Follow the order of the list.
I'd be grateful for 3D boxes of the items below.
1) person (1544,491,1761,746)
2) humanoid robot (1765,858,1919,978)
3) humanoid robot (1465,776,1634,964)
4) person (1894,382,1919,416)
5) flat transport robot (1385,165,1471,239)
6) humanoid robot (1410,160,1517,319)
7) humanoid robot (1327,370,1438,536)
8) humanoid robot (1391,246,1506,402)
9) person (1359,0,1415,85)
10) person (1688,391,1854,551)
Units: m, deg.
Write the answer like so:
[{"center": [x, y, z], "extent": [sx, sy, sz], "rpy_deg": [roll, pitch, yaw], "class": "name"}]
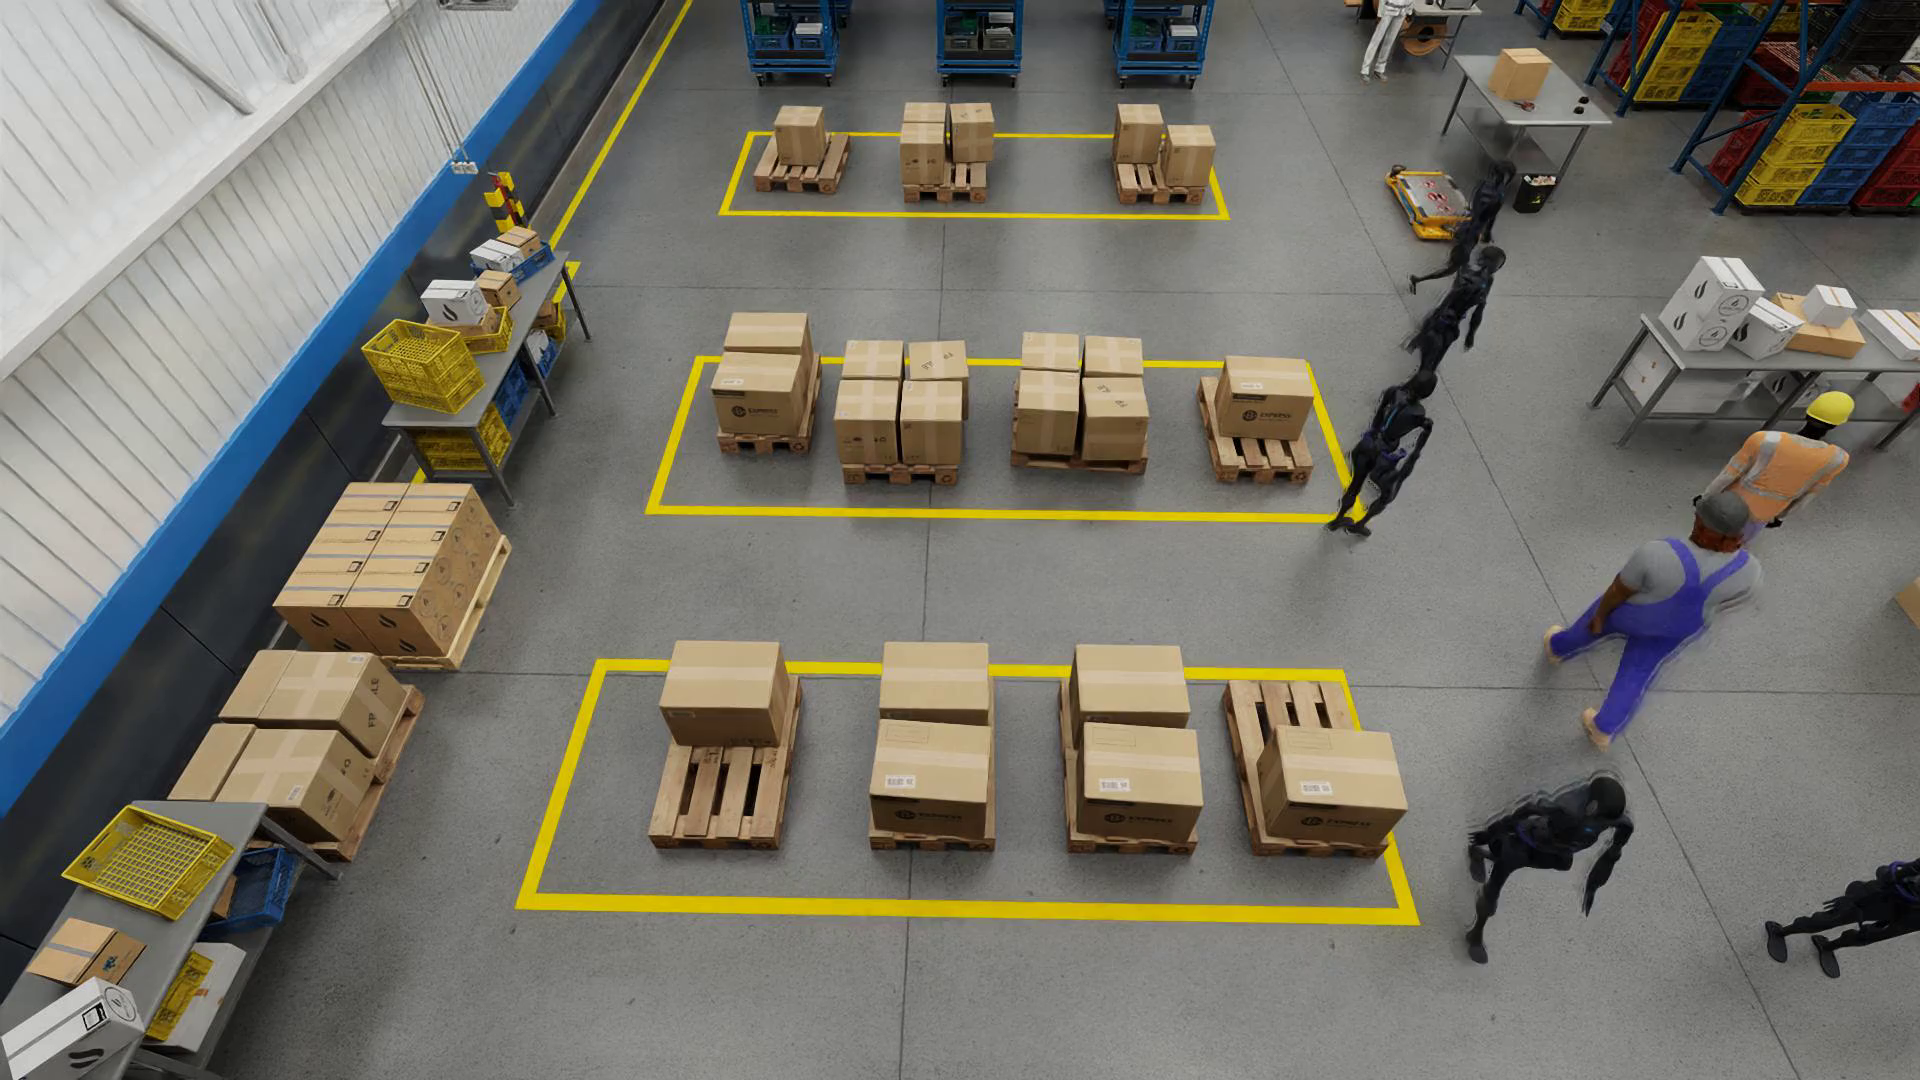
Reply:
[{"center": [4.514, 0.458, 5.966], "extent": [0.687, 2.000, 1.000], "rpy_deg": [16, 51, 13], "class": "person"}, {"center": [5.077, 1.961, 4.902], "extent": [0.580, 1.653, 0.315], "rpy_deg": [14, 51, 12], "class": "humanoid robot"}, {"center": [3.236, 1.748, 5.124], "extent": [0.548, 1.621, 0.818], "rpy_deg": [8, 50, 7], "class": "humanoid robot"}, {"center": [9.016, -1.872, 8.023], "extent": [0.640, 1.972, 0.467], "rpy_deg": [22, 53, 18], "class": "person"}, {"center": [5.692, -4.094, 11.059], "extent": [0.652, 0.197, 1.431], "rpy_deg": [1, 49, 1], "class": "flat transport robot"}, {"center": [5.110, -3.097, 9.288], "extent": [0.635, 1.635, 0.575], "rpy_deg": [30, 56, 24], "class": "humanoid robot"}, {"center": [3.349, -0.669, 7.187], "extent": [0.513, 1.641, 0.588], "rpy_deg": [-20, 52, -17], "class": "humanoid robot"}, {"center": [4.361, -1.855, 8.228], "extent": [0.662, 1.626, 0.425], "rpy_deg": [-26, 54, -21], "class": "humanoid robot"}, {"center": [6.129, -7.445, 12.907], "extent": [0.573, 1.886, 0.355], "rpy_deg": [-12, 50, -10], "class": "person"}, {"center": [5.750, -0.288, 6.688], "extent": [0.587, 1.923, 0.379], "rpy_deg": [19, 52, 16], "class": "person"}]
